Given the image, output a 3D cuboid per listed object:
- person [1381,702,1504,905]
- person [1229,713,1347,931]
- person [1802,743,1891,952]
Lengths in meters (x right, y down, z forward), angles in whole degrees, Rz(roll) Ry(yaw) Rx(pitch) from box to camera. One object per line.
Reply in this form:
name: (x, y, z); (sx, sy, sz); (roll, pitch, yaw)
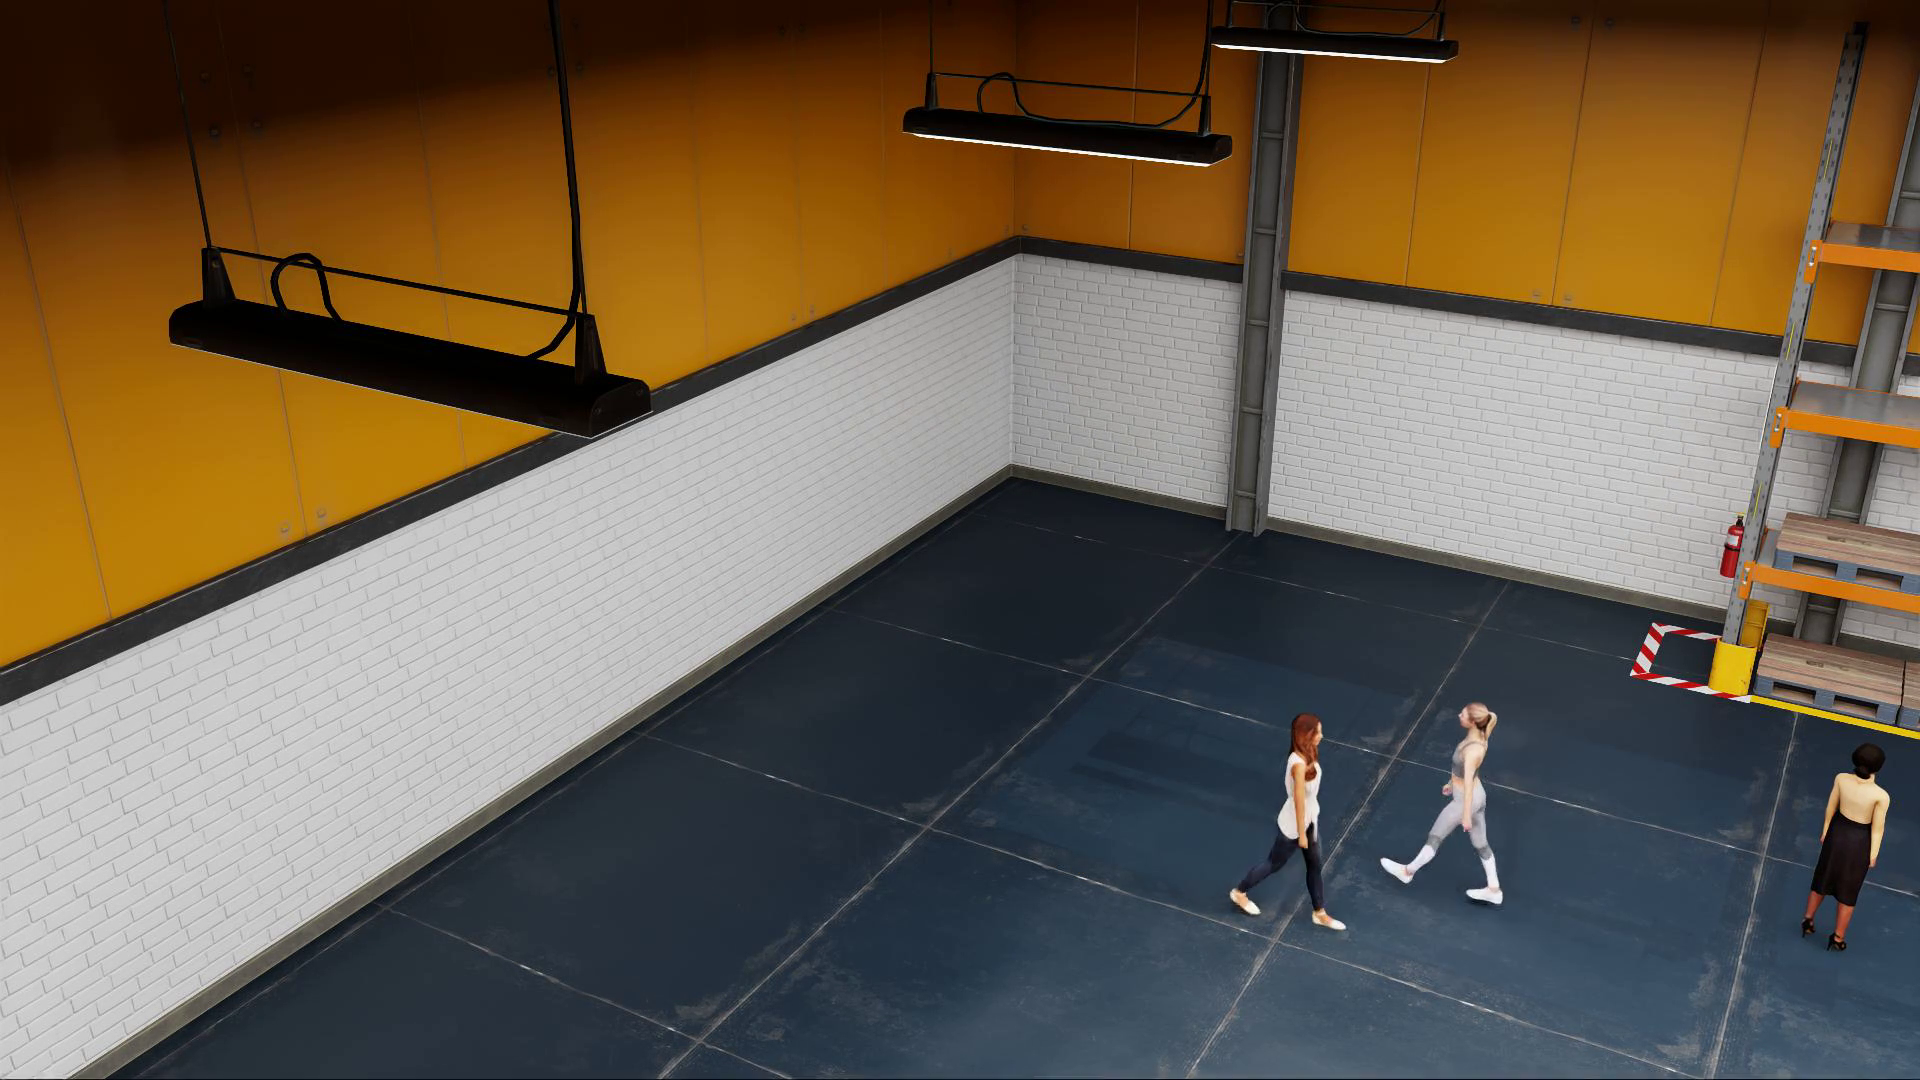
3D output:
person: (3.865, 2.001, 12.415); (1.118, 1.652, 0.561); (13, 27, 27)
person: (2.366, 2.058, 12.167); (1.115, 1.746, 0.675); (11, 26, 23)
person: (6.379, 2.200, 11.960); (0.707, 1.651, 0.604); (-16, 28, -32)
